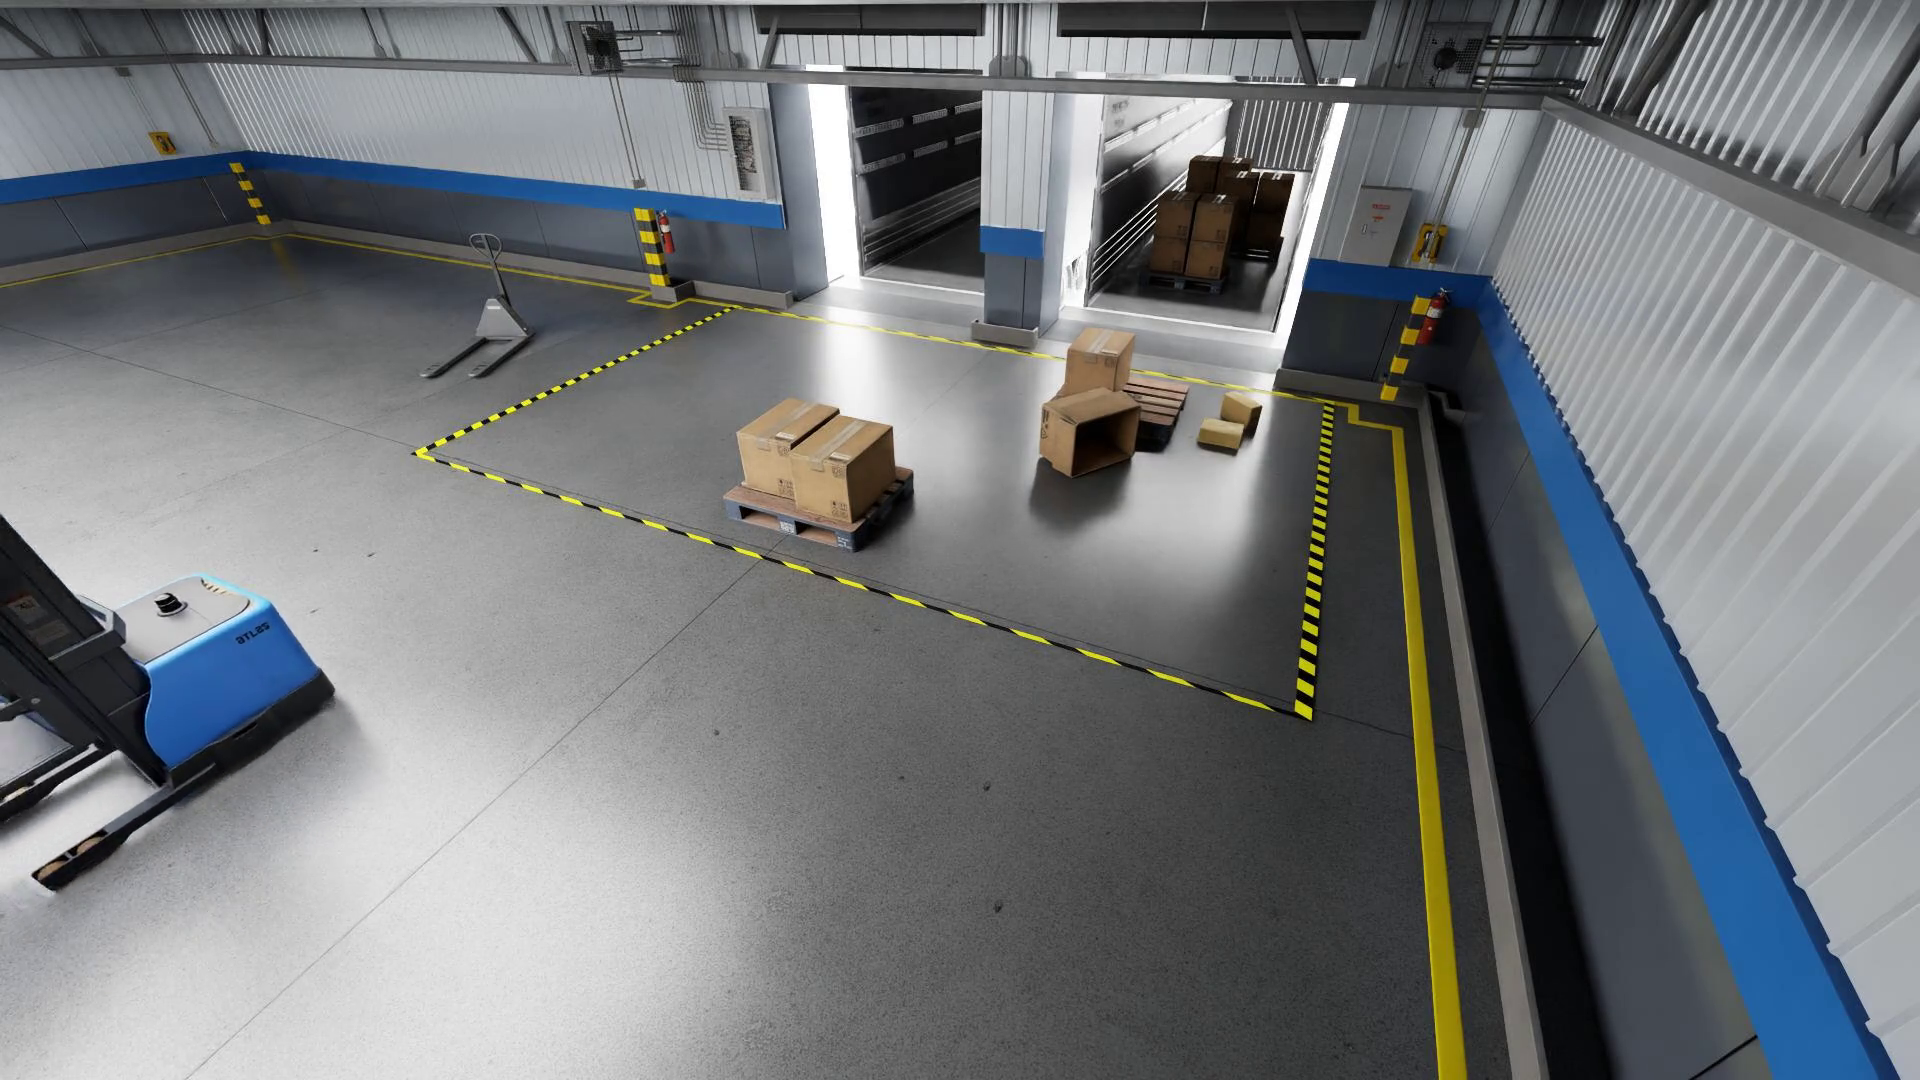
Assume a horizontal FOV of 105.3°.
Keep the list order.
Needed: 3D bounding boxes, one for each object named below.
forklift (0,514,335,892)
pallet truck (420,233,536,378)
[{"bbox_3d":[-4.166,0.269,3.552,0.716,2.013,0.776,14,38,19],"label":"forklift"},{"bbox_3d":[-5.664,-2.712,8.427,0.680,1.201,1.601,0,35,-1],"label":"pallet truck"}]
